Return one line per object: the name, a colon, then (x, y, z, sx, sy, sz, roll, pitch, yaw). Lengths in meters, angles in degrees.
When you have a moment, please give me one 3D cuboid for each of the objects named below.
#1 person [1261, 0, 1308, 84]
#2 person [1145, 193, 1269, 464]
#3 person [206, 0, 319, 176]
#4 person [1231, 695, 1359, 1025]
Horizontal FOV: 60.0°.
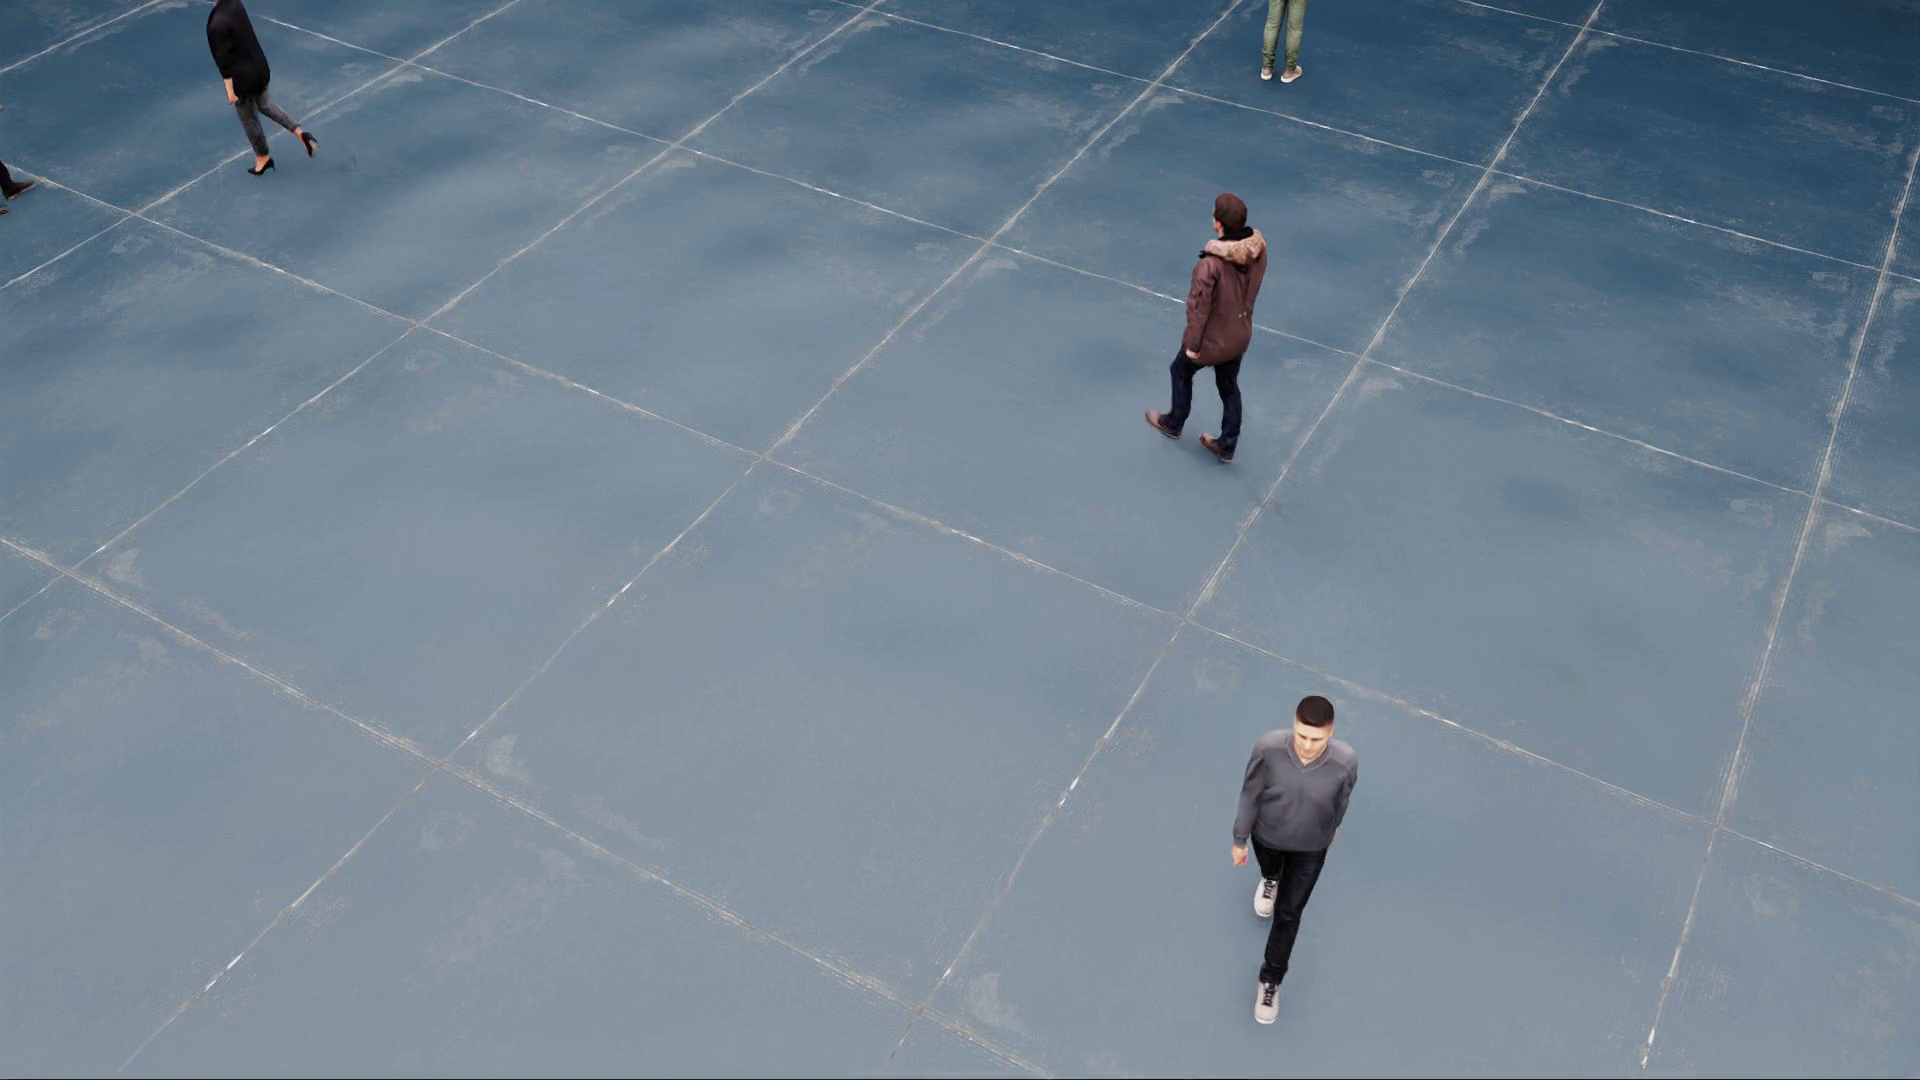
person: (2.816, -4.737, 14.211, 0.577, 1.656, 0.547, 17, 45, 18)
person: (1.651, -1.234, 10.229, 0.987, 1.823, 1.020, -28, 49, -28)
person: (-5.474, -3.610, 12.933, 0.920, 1.705, 0.930, 2, 42, 3)
person: (1.499, 1.270, 7.555, 0.832, 1.712, 1.205, 11, 43, 12)
